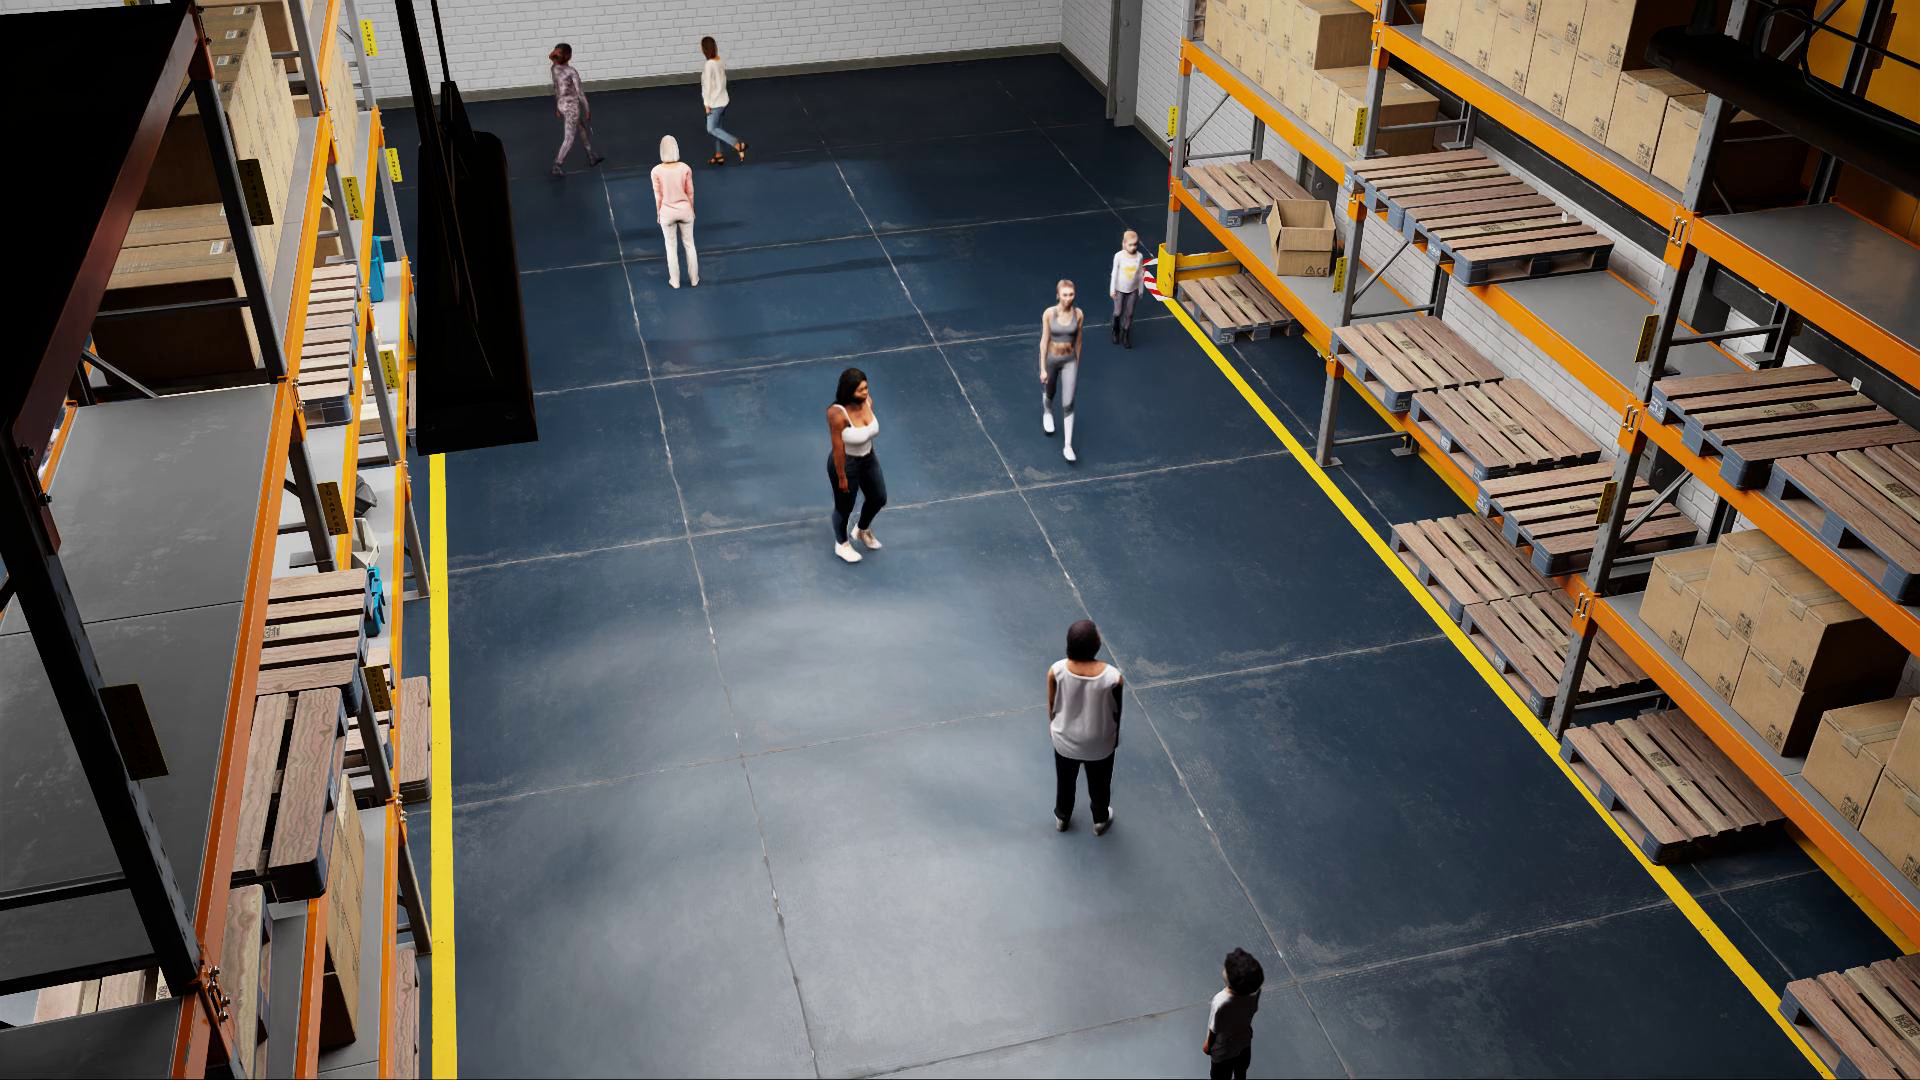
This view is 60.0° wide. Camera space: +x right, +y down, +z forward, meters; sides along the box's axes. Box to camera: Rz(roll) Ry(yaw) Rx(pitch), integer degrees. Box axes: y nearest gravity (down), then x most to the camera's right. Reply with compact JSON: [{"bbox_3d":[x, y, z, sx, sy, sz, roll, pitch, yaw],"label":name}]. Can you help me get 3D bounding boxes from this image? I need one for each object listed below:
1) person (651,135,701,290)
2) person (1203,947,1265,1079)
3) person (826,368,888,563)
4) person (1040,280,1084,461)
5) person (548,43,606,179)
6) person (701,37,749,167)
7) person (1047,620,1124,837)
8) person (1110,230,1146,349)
[{"bbox_3d":[-3.133,-3.613,18.323,0.589,1.725,0.500,-9,35,-13],"label":"person"},{"bbox_3d":[1.503,2.727,9.200,0.551,1.265,0.591,-19,38,-26],"label":"person"},{"bbox_3d":[-0.966,-0.644,13.789,0.793,1.799,0.767,28,43,35],"label":"person"},{"bbox_3d":[0.896,-1.646,15.423,0.701,1.658,1.170,-3,34,-4],"label":"person"},{"bbox_3d":[-4.986,-5.389,21.043,1.149,1.670,1.120,23,40,31],"label":"person"},{"bbox_3d":[-3.048,-5.601,21.376,0.948,1.656,0.920,7,34,11],"label":"person"},{"bbox_3d":[0.824,1.248,11.046,0.756,1.685,0.773,8,34,12],"label":"person"},{"bbox_3d":[1.709,-2.634,17.260,0.522,1.269,0.544,-5,34,-7],"label":"person"}]
